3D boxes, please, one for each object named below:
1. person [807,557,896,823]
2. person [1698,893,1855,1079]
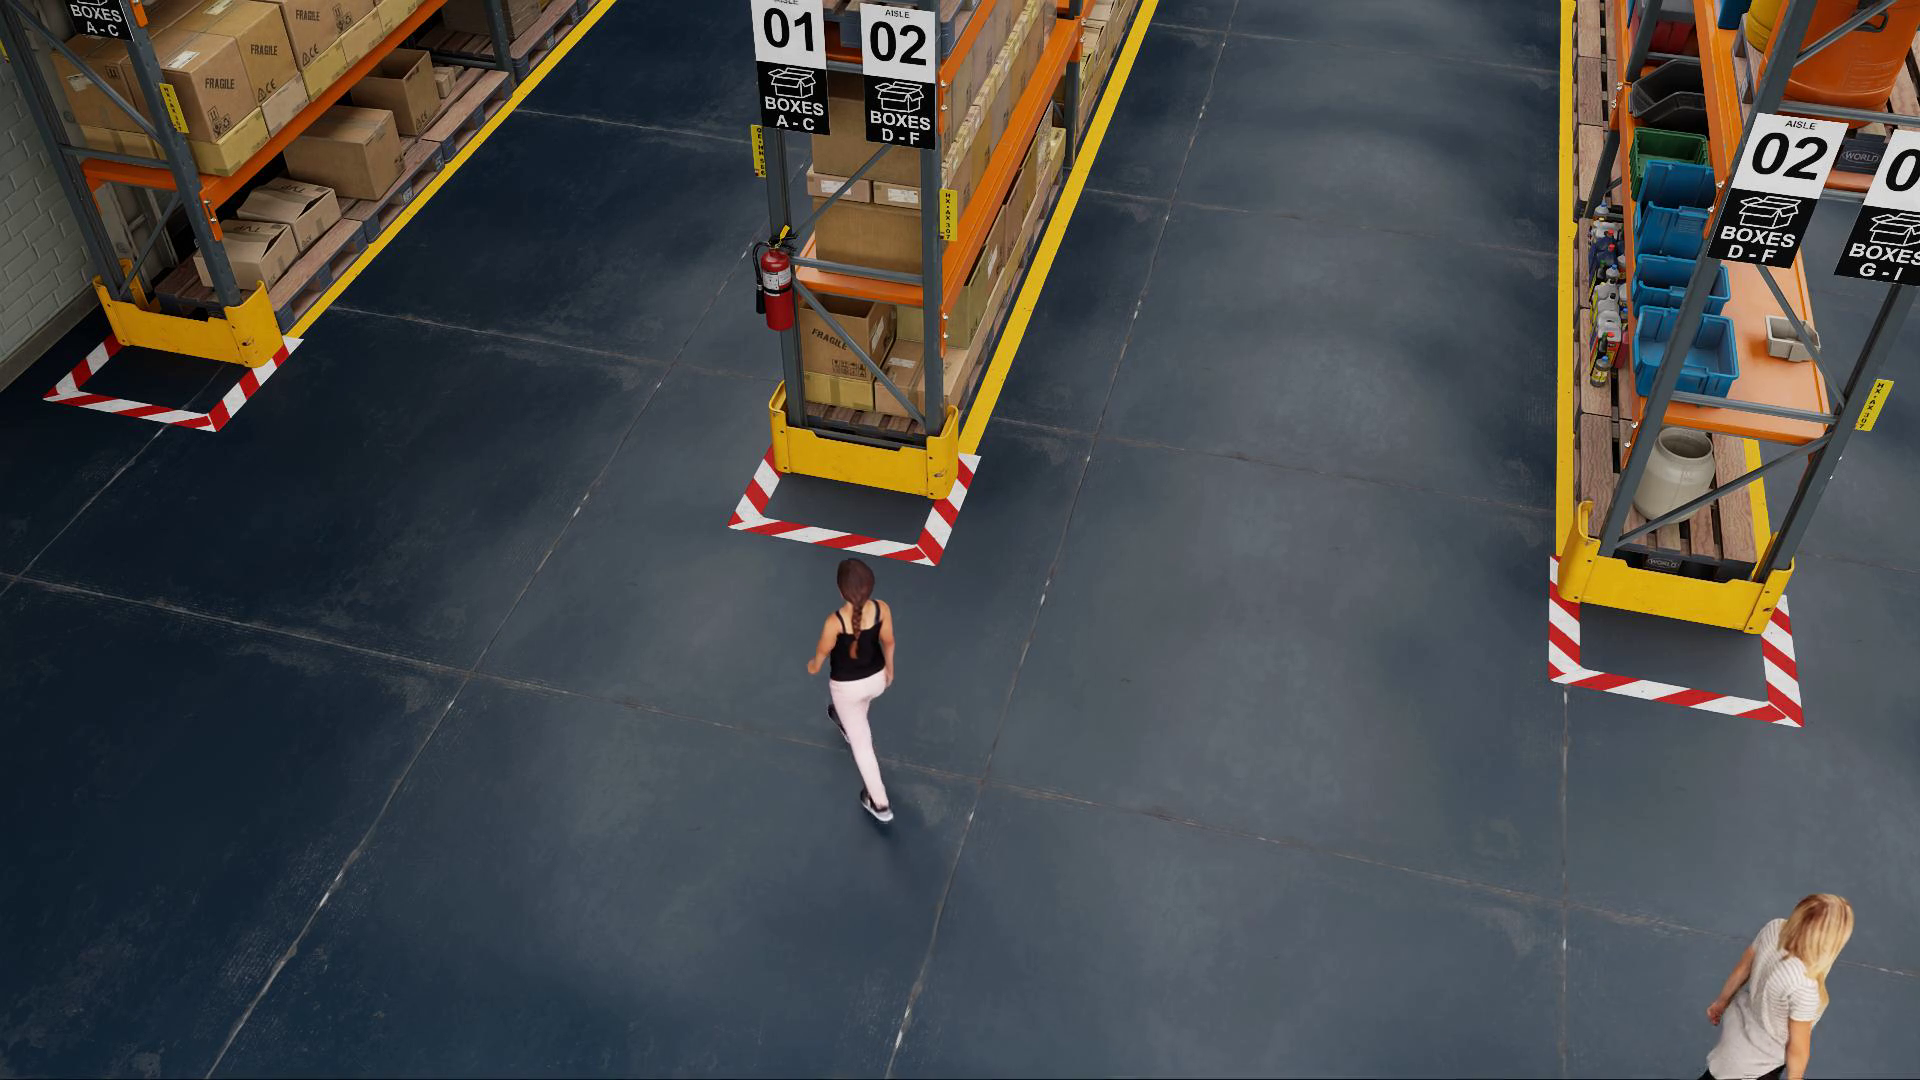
[{"bbox_3d":[-0.481,0.762,8.310,1.000,1.523,1.048,-22,47,-22],"label":"person"},{"bbox_3d":[3.102,2.050,6.737,0.812,1.787,1.153,4,43,4],"label":"person"}]
